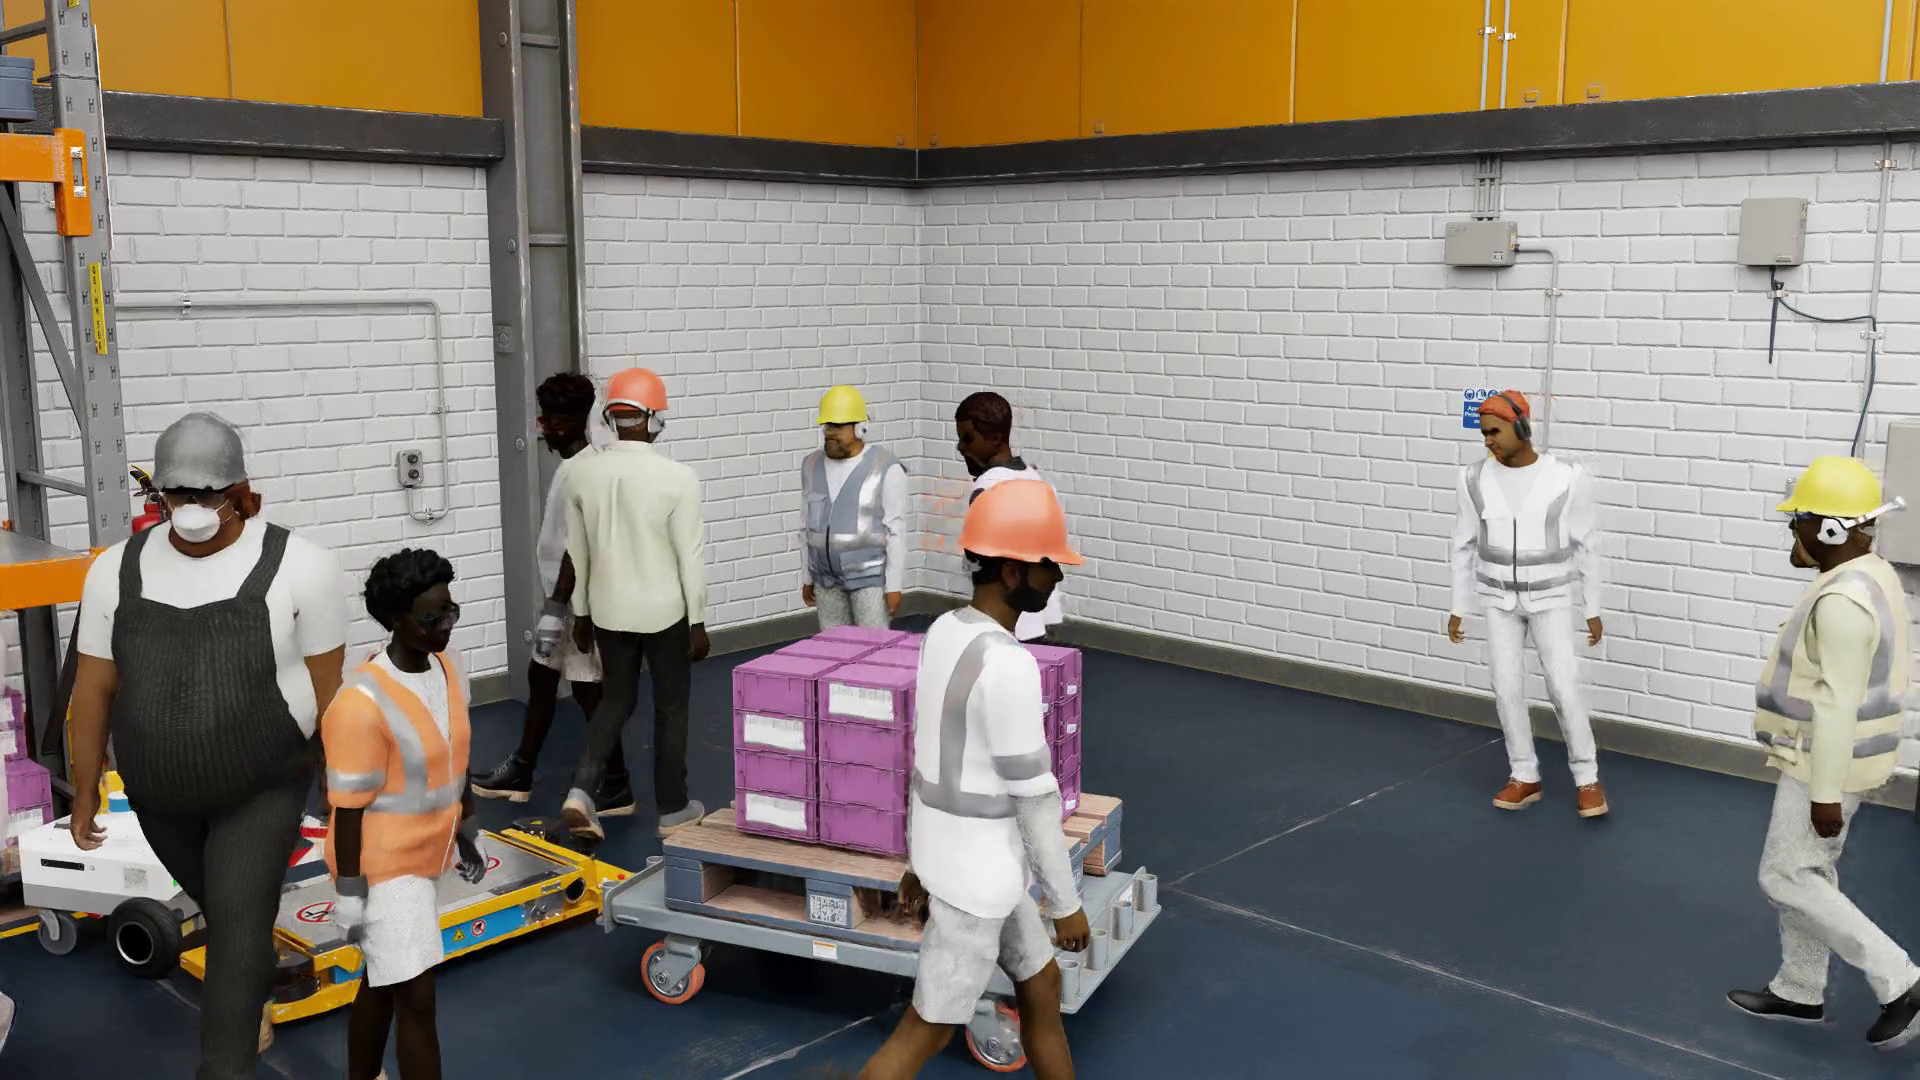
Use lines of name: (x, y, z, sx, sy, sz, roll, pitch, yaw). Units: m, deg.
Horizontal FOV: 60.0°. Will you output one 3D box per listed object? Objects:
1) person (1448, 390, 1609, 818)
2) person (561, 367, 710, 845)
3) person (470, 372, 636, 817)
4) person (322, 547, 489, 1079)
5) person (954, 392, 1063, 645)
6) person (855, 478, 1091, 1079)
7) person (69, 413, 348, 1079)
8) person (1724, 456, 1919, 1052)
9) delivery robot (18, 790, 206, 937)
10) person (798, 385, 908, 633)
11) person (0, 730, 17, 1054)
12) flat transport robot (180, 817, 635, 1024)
person: (2.457, 0.274, 7.206, 0.661, 1.852, 0.396, 6, 11, 32)
person: (-1.327, 0.289, 6.751, 0.627, 1.972, 0.721, 3, 10, 19)
person: (-1.791, 0.259, 7.063, 0.793, 1.929, 0.641, -3, 10, -17)
person: (-1.435, 0.838, 4.332, 0.578, 1.664, 0.550, 1, 9, 9)
person: (0.115, 0.357, 6.584, 0.634, 1.884, 0.654, 4, 10, 24)
person: (0.035, 0.785, 4.030, 1.041, 1.881, 0.534, -2, 9, -11)
person: (-2.096, 0.594, 4.670, 0.693, 2.000, 1.044, 0, 9, -1)
person: (2.670, 0.656, 4.996, 0.535, 1.819, 0.599, 7, 11, 36)
delivery robot: (-2.882, 1.109, 5.767, 0.707, 0.478, 0.477, 3, 10, 16)
person: (-0.532, 0.165, 8.013, 0.590, 1.817, 0.413, 5, 10, 28)
person: (-2.785, 0.746, 4.279, 0.672, 1.873, 0.829, -2, 9, -9)
flat transport robot: (-1.880, 1.287, 5.834, 0.652, 0.197, 1.431, 8, 12, 40)
